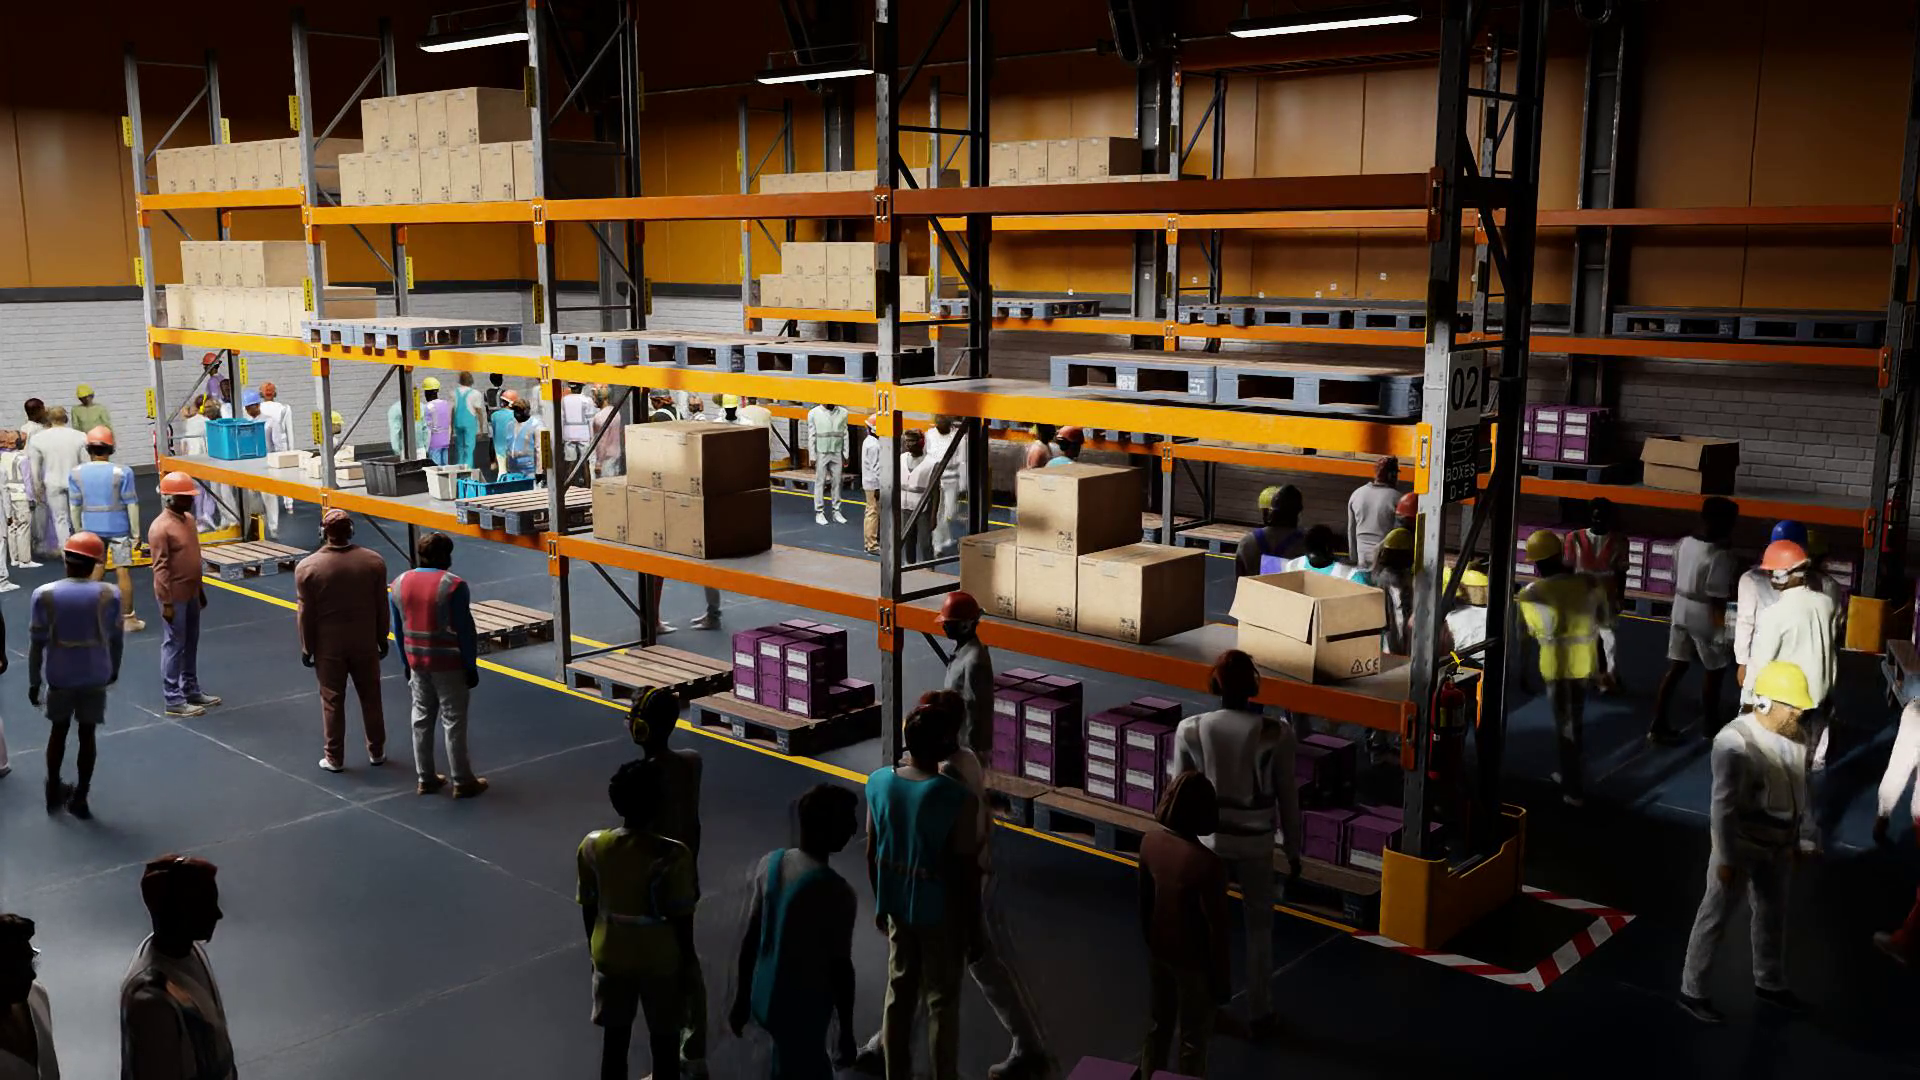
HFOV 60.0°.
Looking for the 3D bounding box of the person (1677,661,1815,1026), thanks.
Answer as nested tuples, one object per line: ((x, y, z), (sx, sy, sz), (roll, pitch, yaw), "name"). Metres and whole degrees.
((3.893, 1.459, 8.113), (0.607, 1.827, 0.410), (-5, 11, -27), "person")

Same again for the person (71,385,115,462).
((-13.076, -1.508, 25.137), (0.565, 1.716, 0.882), (-2, 10, -10), "person")

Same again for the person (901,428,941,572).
((-0.459, -0.297, 17.919), (0.569, 1.845, 0.384), (7, 12, 34), "person")

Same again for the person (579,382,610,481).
((-5.857, -1.843, 26.533), (0.654, 1.891, 0.667), (-8, 13, -38), "person")

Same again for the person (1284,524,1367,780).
((2.581, 0.795, 11.803), (0.728, 1.840, 0.435), (6, 12, 31), "person")

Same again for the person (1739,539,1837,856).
((5.138, 0.964, 10.474), (0.632, 1.955, 0.816), (-5, 11, -27), "person")

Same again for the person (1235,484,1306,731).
((2.407, 0.579, 12.416), (0.684, 2.000, 0.536), (6, 12, 32), "person")

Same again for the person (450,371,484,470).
((-7.811, -1.775, 26.431), (0.542, 1.806, 0.738), (1, 10, 5), "person")

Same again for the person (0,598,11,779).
((-7.003, 0.809, 11.665), (0.563, 1.847, 0.390), (-6, 12, -32), "person")

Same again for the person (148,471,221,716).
((-6.272, 0.429, 13.426), (0.407, 1.987, 0.615), (0, 10, 1), "person")

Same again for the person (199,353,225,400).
((-12.174, -2.036, 27.196), (0.376, 2.044, 0.607), (-2, 10, -13), "person")

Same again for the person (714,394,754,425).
((-2.918, -0.944, 21.379), (0.583, 1.921, 0.394), (-2, 10, -10), "person")

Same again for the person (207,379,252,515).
((-10.308, -1.325, 23.527), (0.592, 1.919, 0.392), (-6, 11, -29), "person")

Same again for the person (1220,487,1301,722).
((2.465, 0.515, 13.233), (0.594, 1.875, 0.944), (-5, 11, -25), "person")

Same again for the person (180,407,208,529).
((-10.251, -0.965, 22.282), (0.307, 1.639, 0.525), (-5, 11, -24), "person")

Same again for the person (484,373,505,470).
((-7.763, -1.999, 27.965), (0.533, 1.697, 0.319), (6, 12, 32), "person")

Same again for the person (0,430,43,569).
((-11.047, -0.474, 19.531), (0.521, 1.630, 0.321), (6, 12, 31), "person")

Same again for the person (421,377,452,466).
((-7.458, -1.354, 23.662), (0.359, 1.930, 0.587), (3, 11, 17), "person")

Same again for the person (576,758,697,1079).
((-1.319, 1.732, 6.858), (0.536, 1.699, 0.322), (3, 11, 19), "person")

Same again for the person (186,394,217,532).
((-9.962, -0.995, 21.887), (0.487, 1.848, 0.475), (3, 10, 14), "person")

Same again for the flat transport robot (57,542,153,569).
((-10.224, 0.134, 19.935), (1.431, 0.197, 0.652), (9, 14, 42), "flat transport robot")

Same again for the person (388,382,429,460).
((-7.619, -1.246, 23.059), (0.366, 1.932, 0.632), (5, 11, 28), "person")

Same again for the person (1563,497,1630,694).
((5.361, 0.465, 14.060), (0.529, 1.689, 0.322), (4, 11, 22), "person")

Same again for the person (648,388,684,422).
((-3.866, -1.035, 21.544), (0.535, 2.000, 0.681), (4, 11, 20), "person")

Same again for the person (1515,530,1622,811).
((4.091, 0.858, 11.317), (0.663, 1.866, 0.732), (0, 10, -2), "person")

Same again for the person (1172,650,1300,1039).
((1.313, 1.454, 7.959), (0.625, 1.877, 0.357), (4, 11, 22), "person")

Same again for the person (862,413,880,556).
((-1.032, -0.683, 20.377), (0.332, 1.746, 0.559), (-2, 10, -9), "person")

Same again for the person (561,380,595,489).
((-5.627, -1.500, 24.494), (0.543, 1.927, 0.384), (1, 10, 5), "person")

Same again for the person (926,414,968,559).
((-0.138, -0.692, 20.136), (0.584, 1.863, 0.659), (7, 12, 35), "person")

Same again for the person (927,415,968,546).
((-0.175, -0.798, 20.756), (0.536, 1.847, 0.712), (4, 11, 24), "person")

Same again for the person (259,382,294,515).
((-9.689, -1.285, 23.441), (0.571, 1.876, 0.346), (-5, 11, -26), "person")

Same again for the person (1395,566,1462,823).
((3.087, 1.007, 10.817), (0.367, 1.738, 0.540), (6, 12, 31), "person")

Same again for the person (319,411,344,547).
((-7.828, -0.741, 20.771), (0.365, 1.736, 0.485), (-7, 12, -34), "person")

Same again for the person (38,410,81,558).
((-10.963, -0.722, 20.448), (0.554, 1.791, 0.952), (4, 11, 21), "person")

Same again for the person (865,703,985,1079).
((-0.154, 1.607, 7.154), (0.570, 1.844, 0.378), (7, 12, 34), "person")
